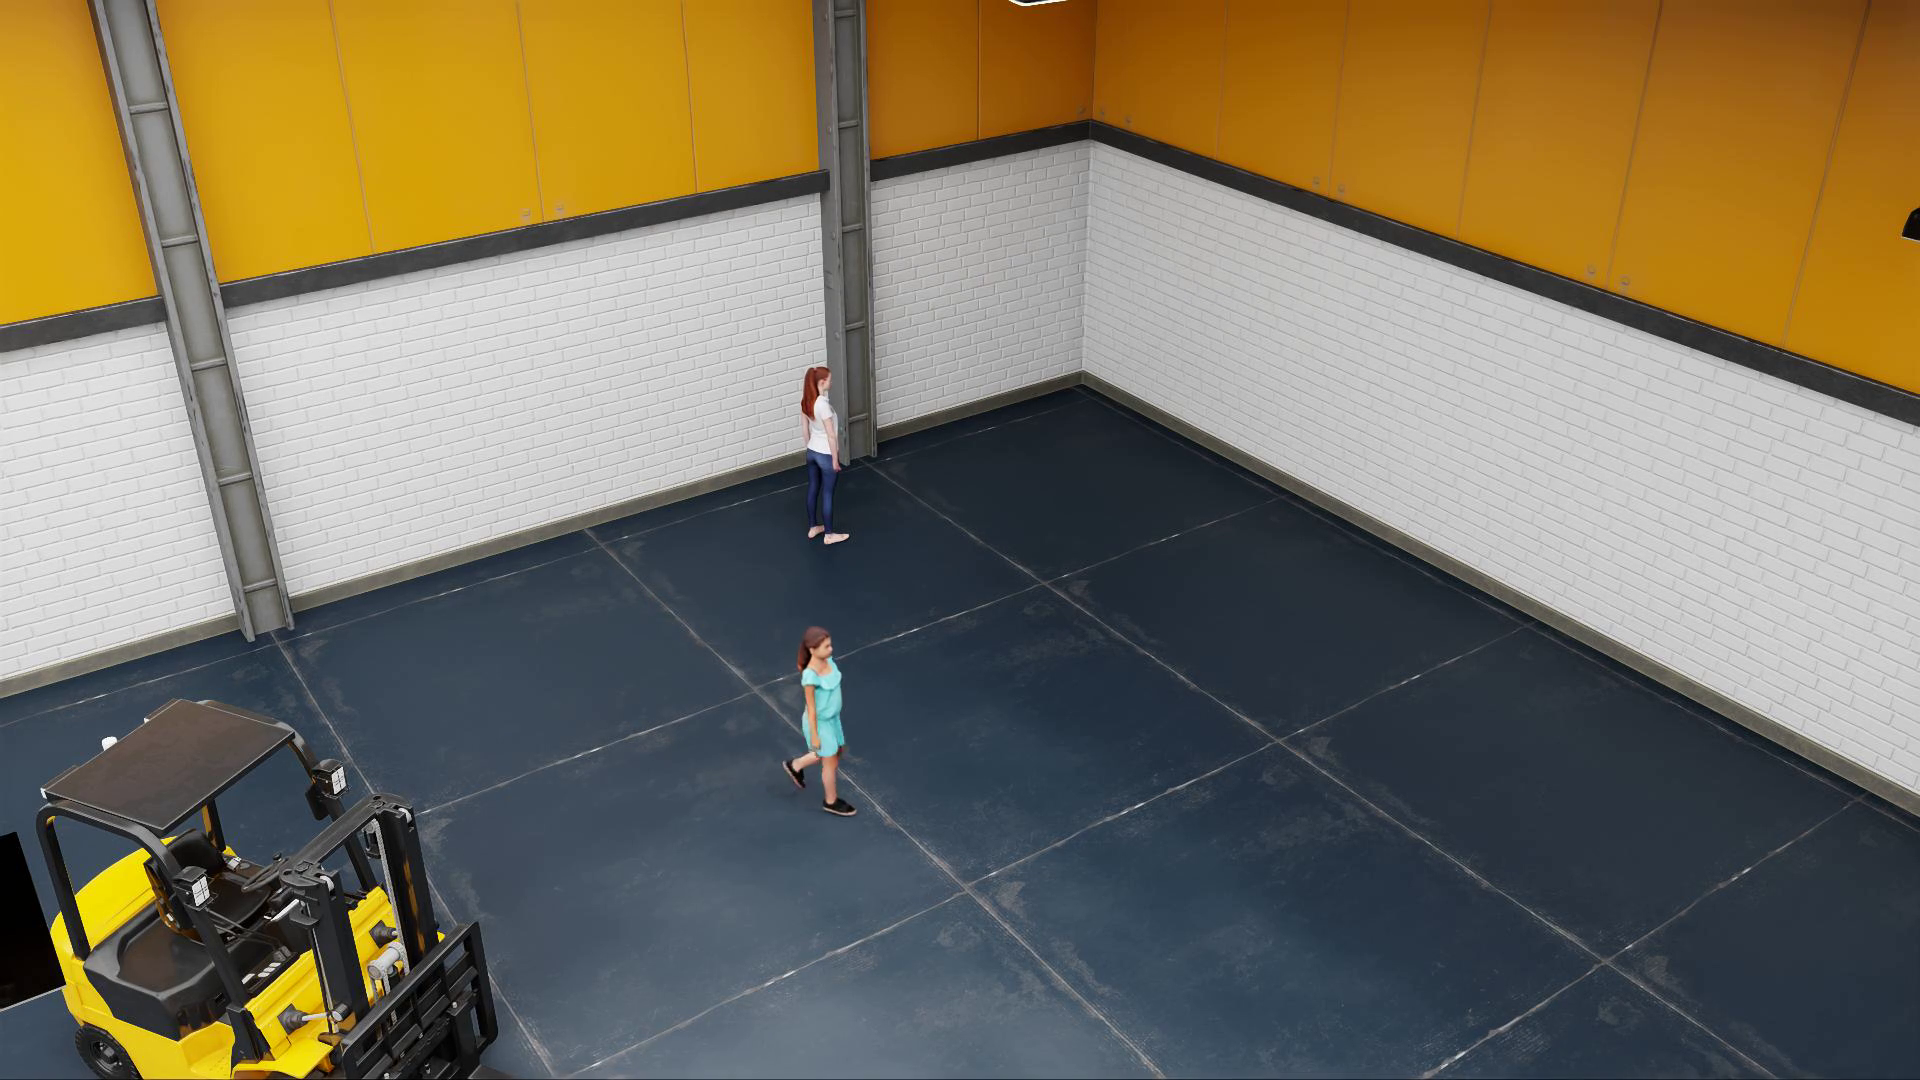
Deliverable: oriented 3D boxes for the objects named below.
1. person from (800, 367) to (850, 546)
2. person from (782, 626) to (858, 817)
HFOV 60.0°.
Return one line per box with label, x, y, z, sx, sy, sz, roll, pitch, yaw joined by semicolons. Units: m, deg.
person;-1.302;-0.791;15.495;0.568;1.742;0.599;-25;37;-38
person;-1.043;1.280;11.904;0.867;1.544;0.868;11;30;19
